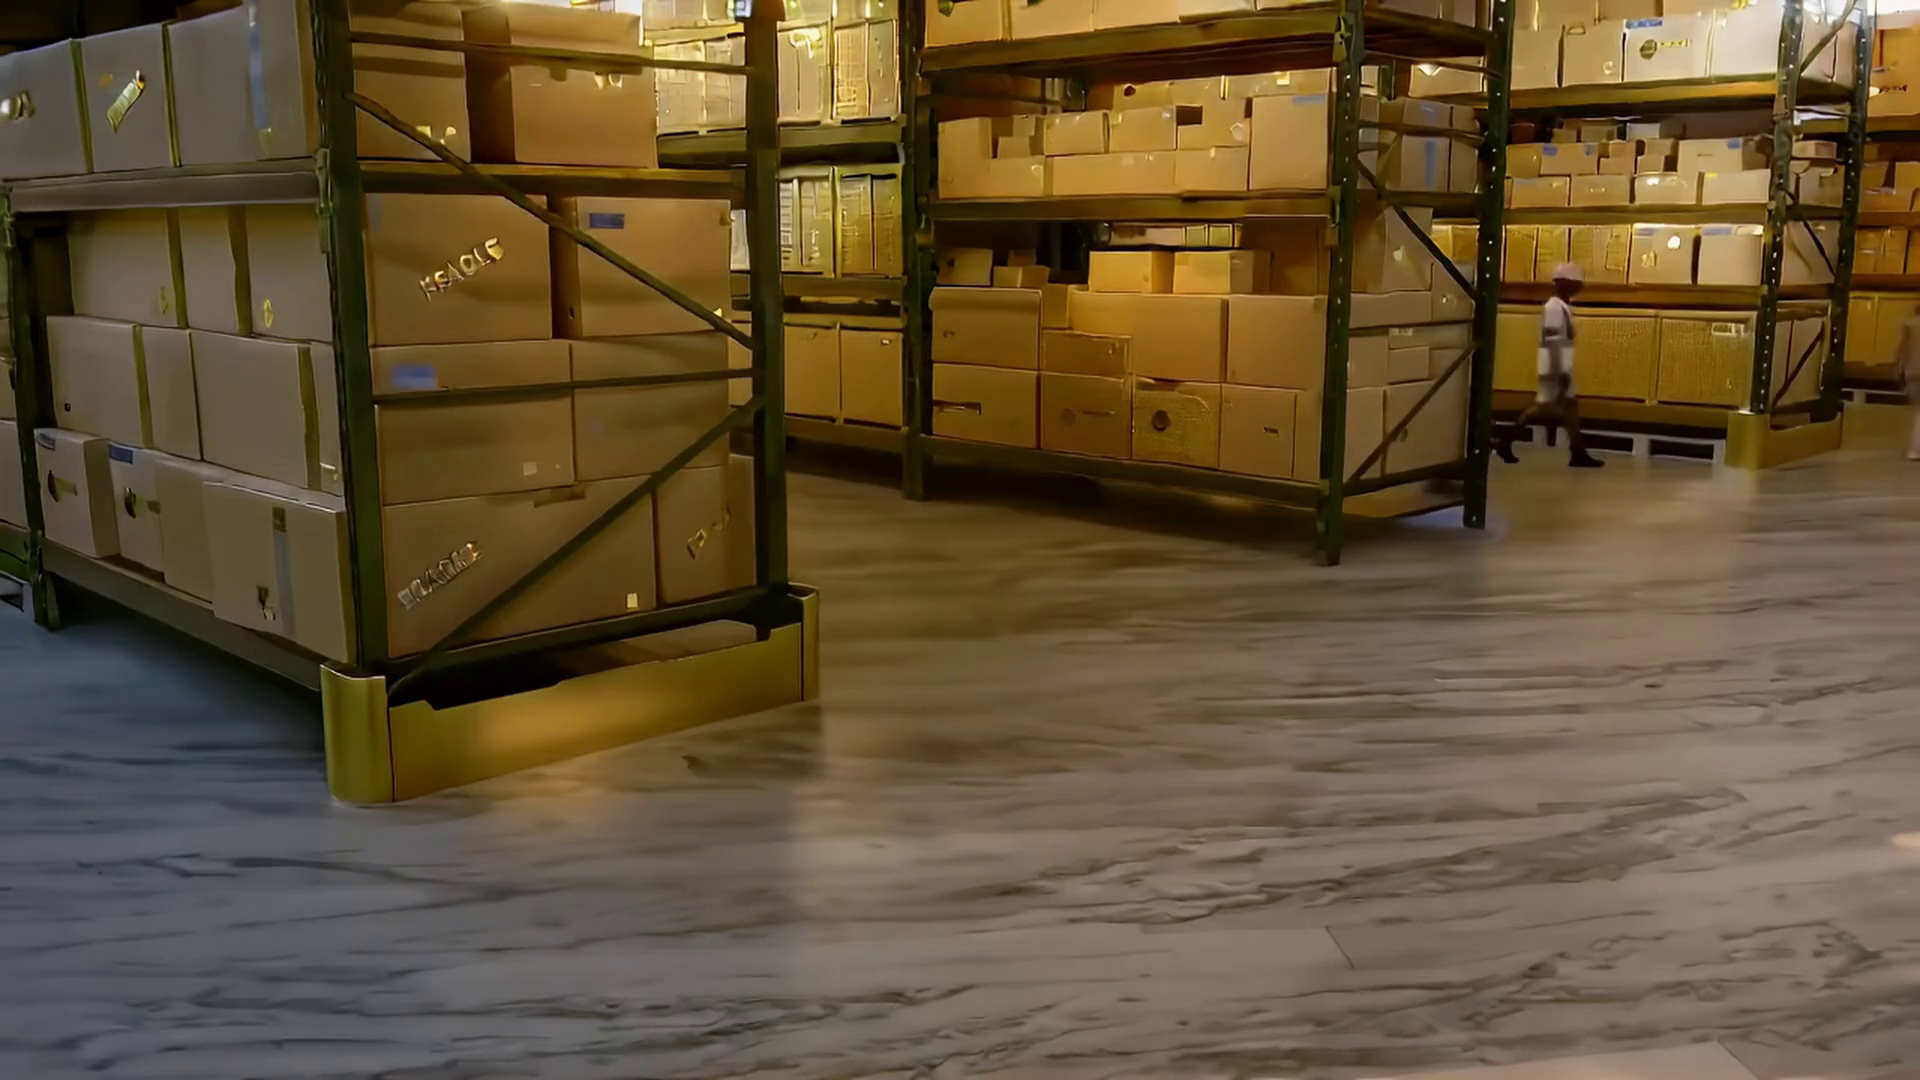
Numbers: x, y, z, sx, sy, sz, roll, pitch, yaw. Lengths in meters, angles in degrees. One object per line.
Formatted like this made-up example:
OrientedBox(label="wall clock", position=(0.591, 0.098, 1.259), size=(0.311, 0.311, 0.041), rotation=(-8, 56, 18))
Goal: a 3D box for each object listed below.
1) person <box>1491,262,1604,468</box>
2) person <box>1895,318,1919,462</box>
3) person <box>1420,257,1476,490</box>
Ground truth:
OrientedBox(label="person", position=(5.463, -1.621, 15.388), size=(0.955, 1.900, 0.545), rotation=(7, 13, 35))
OrientedBox(label="person", position=(9.227, -1.552, 15.817), size=(0.841, 1.600, 0.520), rotation=(-9, 14, -41))
OrientedBox(label="person", position=(4.010, -1.346, 13.723), size=(0.623, 1.963, 0.721), rotation=(-2, 11, -12))
